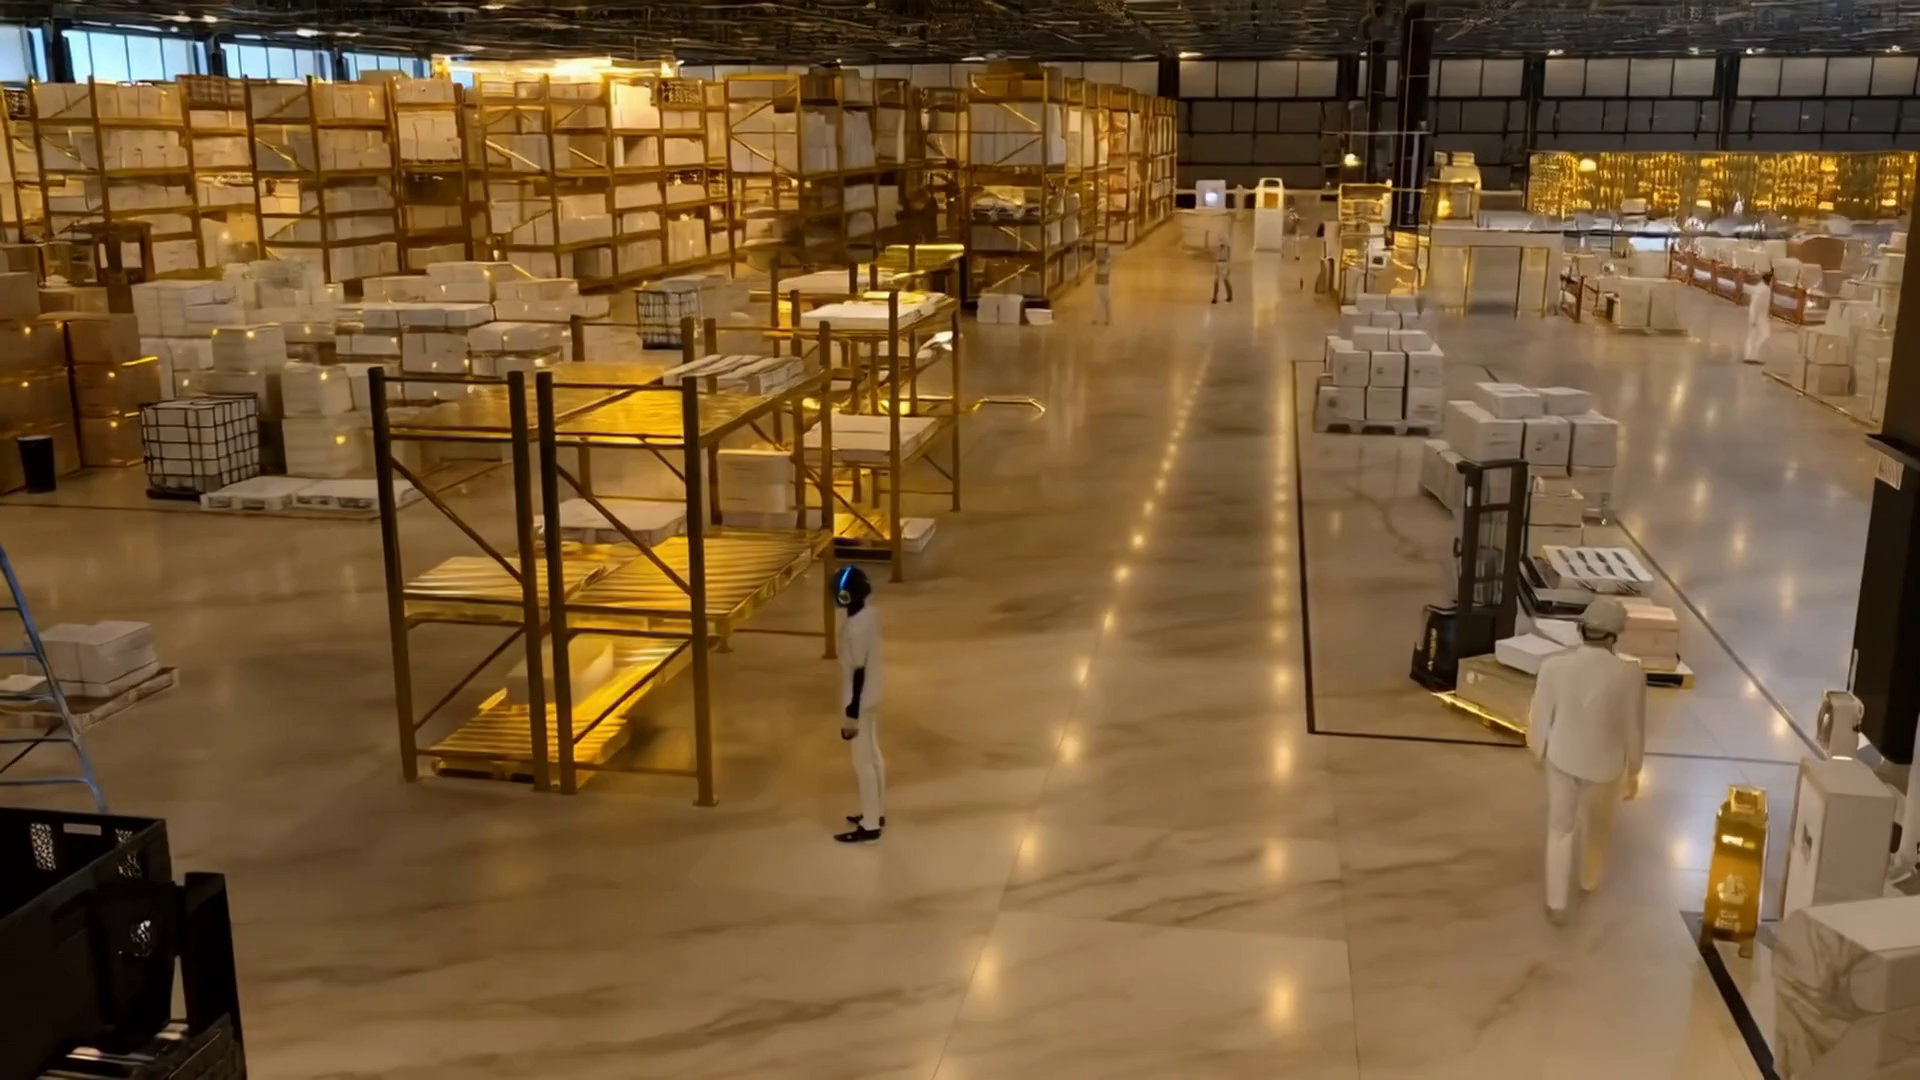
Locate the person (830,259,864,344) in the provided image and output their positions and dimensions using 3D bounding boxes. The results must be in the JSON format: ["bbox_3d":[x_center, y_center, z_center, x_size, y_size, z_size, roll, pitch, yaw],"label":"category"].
[{"bbox_3d":[-2.558,-5.260,36.561,1.043,1.907,0.613,8,16,30],"label":"person"}]

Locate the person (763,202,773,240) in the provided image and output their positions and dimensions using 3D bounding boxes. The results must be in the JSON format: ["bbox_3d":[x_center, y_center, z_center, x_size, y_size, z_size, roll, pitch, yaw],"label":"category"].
[{"bbox_3d":[-7.488,-12.222,64.852,0.619,1.892,0.660,3,14,11],"label":"person"}]

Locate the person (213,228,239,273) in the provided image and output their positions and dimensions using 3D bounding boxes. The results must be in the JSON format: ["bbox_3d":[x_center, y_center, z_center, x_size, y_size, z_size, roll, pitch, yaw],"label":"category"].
[{"bbox_3d":[-20.918,-7.924,47.411,0.657,1.893,0.415,-3,14,-11],"label":"person"}]

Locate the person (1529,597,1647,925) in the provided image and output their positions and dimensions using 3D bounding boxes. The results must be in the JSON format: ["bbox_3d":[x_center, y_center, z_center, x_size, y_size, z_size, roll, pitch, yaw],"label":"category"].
[{"bbox_3d":[3.687,1.286,9.833,0.647,1.966,0.648,5,15,21],"label":"person"}]

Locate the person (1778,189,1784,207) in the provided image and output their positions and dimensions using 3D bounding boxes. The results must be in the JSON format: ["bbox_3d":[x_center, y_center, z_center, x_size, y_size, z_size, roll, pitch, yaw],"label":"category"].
[{"bbox_3d":[43.780,-18.027,88.575,0.425,1.819,0.627,0,14,1],"label":"person"}]

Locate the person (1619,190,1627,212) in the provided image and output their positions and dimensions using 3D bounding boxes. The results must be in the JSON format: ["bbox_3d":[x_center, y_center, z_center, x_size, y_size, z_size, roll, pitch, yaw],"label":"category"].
[{"bbox_3d":[32.111,-16.036,80.546,0.972,1.791,0.598,-2,14,-9],"label":"person"}]

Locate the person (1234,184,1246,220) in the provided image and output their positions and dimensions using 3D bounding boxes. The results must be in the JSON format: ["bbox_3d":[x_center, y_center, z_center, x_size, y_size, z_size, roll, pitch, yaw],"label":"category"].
[{"bbox_3d":[14.765,-17.768,87.455,0.658,1.863,0.999,-8,16,-30],"label":"person"}]

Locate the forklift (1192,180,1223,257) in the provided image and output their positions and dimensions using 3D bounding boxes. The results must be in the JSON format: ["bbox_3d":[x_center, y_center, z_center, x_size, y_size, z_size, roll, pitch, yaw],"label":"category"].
[{"bbox_3d":[9.320,-12.022,62.012,1.129,2.768,1.873,3,14,10],"label":"forklift"}]

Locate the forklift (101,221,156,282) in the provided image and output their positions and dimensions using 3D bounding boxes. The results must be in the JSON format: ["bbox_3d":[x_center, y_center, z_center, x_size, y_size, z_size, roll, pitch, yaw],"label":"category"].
[{"bbox_3d":[-16.772,-5.071,33.793,1.129,2.768,1.873,3,14,10],"label":"forklift"}]

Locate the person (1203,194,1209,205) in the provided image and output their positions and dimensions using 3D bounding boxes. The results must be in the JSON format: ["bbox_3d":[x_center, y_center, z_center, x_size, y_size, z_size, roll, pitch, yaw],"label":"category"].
[{"bbox_3d":[11.151,-14.889,75.941,0.981,1.766,0.588,6,15,23],"label":"person"}]

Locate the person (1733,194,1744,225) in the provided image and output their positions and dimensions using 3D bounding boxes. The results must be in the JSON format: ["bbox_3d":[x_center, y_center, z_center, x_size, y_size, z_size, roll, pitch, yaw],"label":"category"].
[{"bbox_3d":[33.947,-14.141,72.621,0.399,1.908,0.643,3,14,12],"label":"person"}]

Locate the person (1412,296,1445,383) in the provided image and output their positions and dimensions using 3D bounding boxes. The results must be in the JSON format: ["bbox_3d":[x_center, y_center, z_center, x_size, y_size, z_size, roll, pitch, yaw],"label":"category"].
[{"bbox_3d":[8.484,-3.617,30.390,0.826,1.669,0.534,3,14,10],"label":"person"}]

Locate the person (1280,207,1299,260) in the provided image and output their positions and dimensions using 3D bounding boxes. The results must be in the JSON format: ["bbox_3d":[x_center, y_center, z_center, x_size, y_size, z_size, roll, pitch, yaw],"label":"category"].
[{"bbox_3d":[11.971,-11.122,60.345,0.608,1.924,0.853,13,19,42],"label":"person"}]

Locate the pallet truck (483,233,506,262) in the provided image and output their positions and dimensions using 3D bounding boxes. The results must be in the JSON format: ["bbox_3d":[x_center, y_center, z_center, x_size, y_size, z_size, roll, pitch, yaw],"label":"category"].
[{"bbox_3d":[-11.832,-7.026,43.548,1.885,1.965,0.823,8,16,28],"label":"pallet truck"}]

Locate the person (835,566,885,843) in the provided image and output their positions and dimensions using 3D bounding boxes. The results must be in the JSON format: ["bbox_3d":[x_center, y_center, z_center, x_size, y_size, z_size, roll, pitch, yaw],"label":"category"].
[{"bbox_3d":[-0.665,1.081,10.911,0.329,1.863,0.513,3,14,12],"label":"person"}]

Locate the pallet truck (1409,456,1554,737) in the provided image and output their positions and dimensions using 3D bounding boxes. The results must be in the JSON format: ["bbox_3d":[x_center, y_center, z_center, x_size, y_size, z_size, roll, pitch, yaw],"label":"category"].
[{"bbox_3d":[4.504,0.400,13.395,0.823,1.965,1.885,-6,15,-23],"label":"pallet truck"}]

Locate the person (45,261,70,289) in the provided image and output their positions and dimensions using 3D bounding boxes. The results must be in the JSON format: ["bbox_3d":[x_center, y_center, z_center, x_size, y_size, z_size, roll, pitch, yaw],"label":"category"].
[{"bbox_3d":[-18.665,-4.782,34.456,0.399,1.987,0.612,3,14,12],"label":"person"}]

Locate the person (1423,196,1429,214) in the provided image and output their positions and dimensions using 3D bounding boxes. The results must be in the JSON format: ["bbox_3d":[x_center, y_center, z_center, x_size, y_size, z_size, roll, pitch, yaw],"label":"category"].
[{"bbox_3d":[23.150,-16.537,82.765,0.906,1.702,0.567,-7,15,-26],"label":"person"}]

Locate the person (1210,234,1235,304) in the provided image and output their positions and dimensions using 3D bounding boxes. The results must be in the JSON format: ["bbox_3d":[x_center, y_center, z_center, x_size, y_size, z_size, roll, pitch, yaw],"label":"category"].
[{"bbox_3d":[7.200,-7.380,45.248,0.556,1.885,1.017,10,17,36],"label":"person"}]

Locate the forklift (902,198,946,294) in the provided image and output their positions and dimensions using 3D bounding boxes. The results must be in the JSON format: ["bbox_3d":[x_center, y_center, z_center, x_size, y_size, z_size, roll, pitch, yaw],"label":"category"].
[{"bbox_3d":[-1.074,-7.944,45.455,1.129,2.768,1.873,3,14,10],"label":"forklift"}]

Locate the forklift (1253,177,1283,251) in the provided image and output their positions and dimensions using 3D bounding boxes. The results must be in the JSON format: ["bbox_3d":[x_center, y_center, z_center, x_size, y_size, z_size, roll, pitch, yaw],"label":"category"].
[{"bbox_3d":[12.083,-12.747,64.956,1.129,2.768,1.873,3,14,10],"label":"forklift"}]

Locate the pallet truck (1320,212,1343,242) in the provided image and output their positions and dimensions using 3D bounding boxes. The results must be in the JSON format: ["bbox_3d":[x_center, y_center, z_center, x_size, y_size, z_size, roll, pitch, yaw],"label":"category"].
[{"bbox_3d":[15.874,-13.227,70.310,0.680,1.201,1.601,10,17,35],"label":"pallet truck"}]

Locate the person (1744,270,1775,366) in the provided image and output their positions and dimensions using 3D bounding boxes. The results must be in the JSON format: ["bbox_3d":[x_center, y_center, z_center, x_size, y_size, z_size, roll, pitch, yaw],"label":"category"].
[{"bbox_3d":[15.951,-4.419,33.144,0.490,1.921,0.629,7,16,27],"label":"person"}]

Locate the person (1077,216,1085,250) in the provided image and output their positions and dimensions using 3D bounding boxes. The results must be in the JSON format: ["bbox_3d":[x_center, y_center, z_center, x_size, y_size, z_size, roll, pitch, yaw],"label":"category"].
[{"bbox_3d":[4.279,-10.631,58.810,0.368,1.684,0.556,-4,14,-14],"label":"person"}]

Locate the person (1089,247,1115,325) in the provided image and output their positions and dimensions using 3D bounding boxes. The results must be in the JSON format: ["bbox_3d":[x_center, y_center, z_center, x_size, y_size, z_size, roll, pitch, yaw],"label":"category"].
[{"bbox_3d":[3.423,-6.101,40.019,0.612,1.879,0.889,8,16,29],"label":"person"}]
